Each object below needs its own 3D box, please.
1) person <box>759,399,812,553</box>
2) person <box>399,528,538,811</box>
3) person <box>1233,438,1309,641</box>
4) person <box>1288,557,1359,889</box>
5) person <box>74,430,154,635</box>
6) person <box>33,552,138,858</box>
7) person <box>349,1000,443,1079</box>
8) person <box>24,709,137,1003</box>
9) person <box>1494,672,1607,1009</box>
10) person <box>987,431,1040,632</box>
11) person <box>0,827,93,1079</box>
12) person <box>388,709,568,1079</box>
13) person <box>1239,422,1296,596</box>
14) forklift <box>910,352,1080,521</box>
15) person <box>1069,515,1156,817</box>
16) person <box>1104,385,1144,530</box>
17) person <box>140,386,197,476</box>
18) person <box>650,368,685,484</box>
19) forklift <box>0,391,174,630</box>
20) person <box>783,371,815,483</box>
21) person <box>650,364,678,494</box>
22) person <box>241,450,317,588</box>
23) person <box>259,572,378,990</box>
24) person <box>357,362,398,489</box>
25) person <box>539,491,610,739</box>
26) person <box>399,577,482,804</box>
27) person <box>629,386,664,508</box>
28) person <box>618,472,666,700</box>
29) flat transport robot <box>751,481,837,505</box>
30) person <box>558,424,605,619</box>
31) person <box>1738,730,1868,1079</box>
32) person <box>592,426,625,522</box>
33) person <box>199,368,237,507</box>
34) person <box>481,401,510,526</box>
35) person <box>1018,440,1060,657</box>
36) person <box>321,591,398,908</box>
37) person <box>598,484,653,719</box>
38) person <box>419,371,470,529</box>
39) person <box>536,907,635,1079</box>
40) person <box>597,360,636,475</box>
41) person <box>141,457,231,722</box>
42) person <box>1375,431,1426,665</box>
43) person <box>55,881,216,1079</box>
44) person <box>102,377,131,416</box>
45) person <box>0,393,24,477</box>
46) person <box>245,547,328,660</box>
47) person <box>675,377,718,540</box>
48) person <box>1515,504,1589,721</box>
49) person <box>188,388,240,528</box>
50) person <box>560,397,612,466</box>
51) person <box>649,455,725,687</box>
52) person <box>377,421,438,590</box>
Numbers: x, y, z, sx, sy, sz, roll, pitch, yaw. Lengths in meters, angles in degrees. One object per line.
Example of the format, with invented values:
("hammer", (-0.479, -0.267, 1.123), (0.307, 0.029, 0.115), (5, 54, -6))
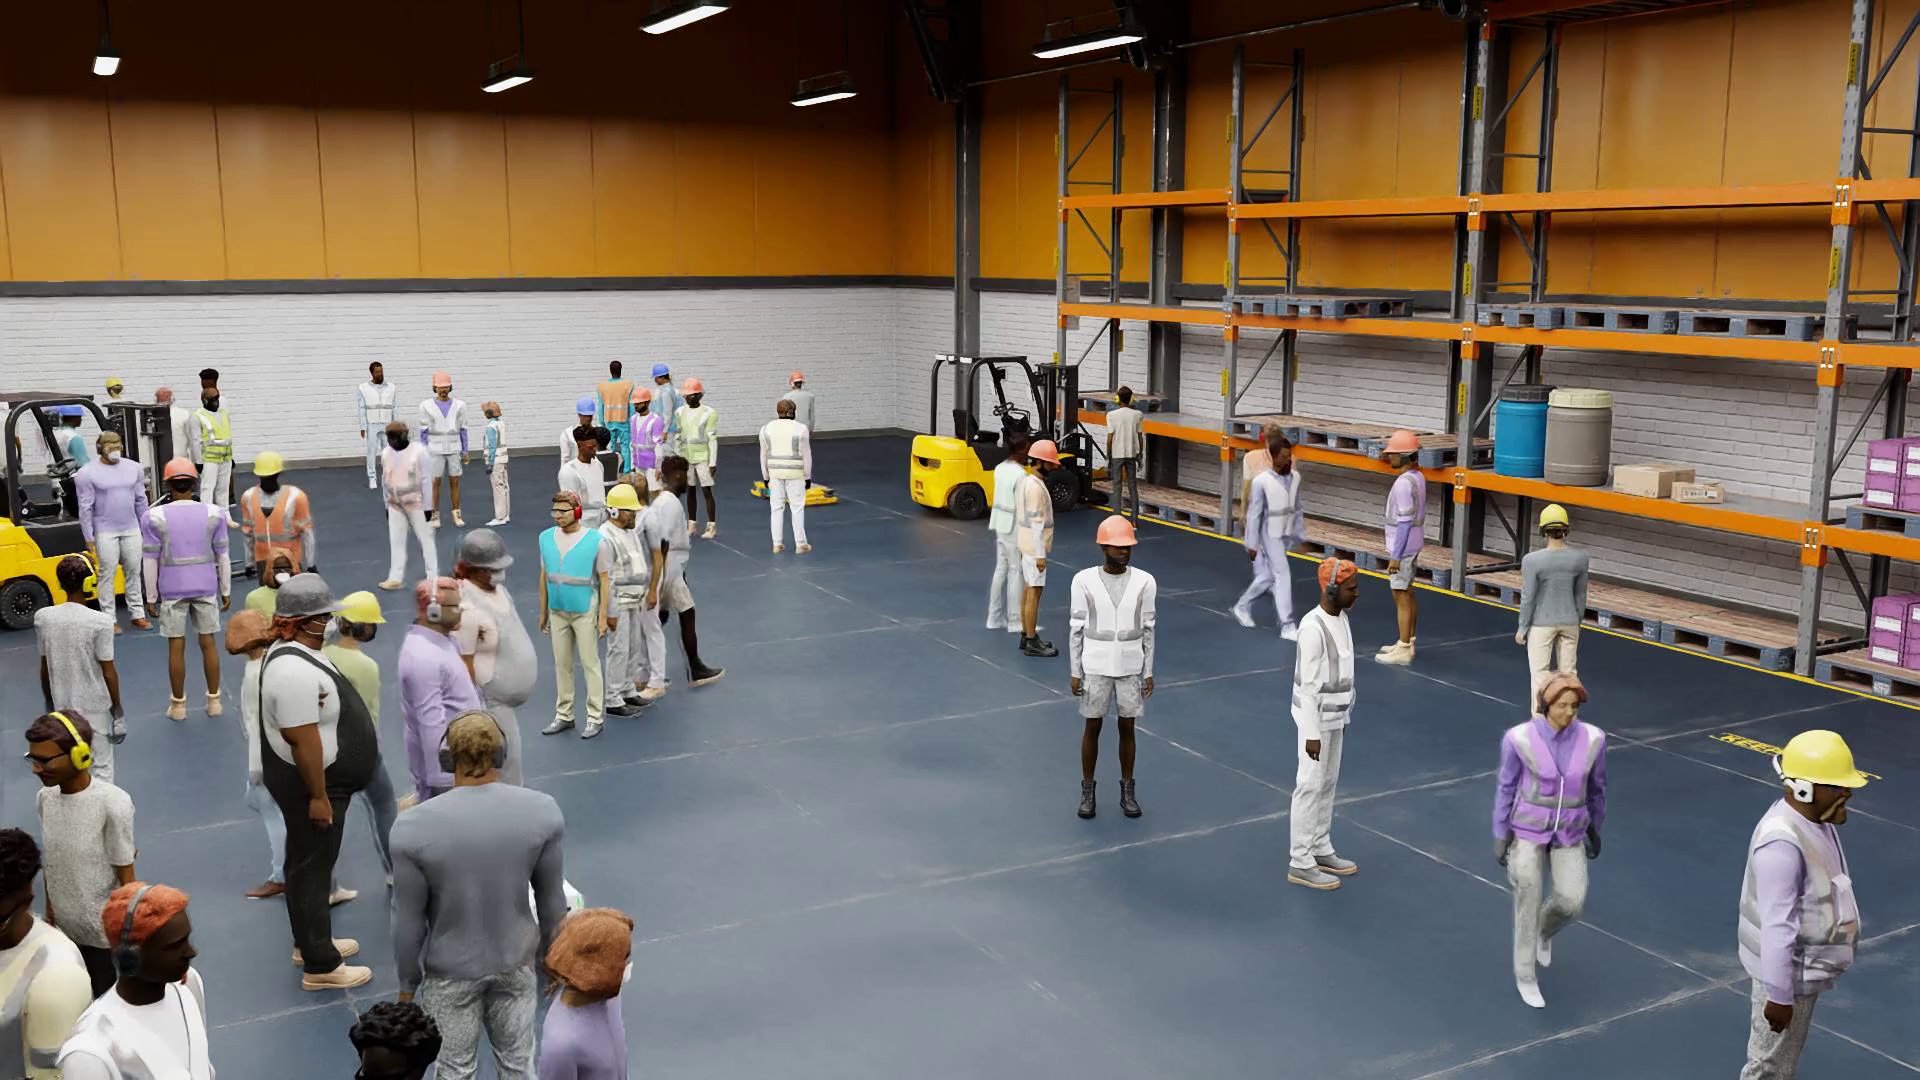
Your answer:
("person", (-2.055, -0.756, 19.803), (0.623, 1.840, 0.430), (2, 10, 14))
("person", (-2.909, 0.868, 9.866), (0.904, 2.000, 0.685), (-1, 10, -5))
("person", (2.912, -0.038, 15.554), (0.590, 1.884, 0.948), (-9, 14, -43))
("person", (2.071, 1.027, 9.432), (0.359, 1.878, 0.575), (6, 11, 30))
("person", (-7.924, -0.071, 15.611), (0.385, 1.929, 0.635), (7, 12, 37))
("person", (-5.086, 0.996, 9.654), (0.511, 1.862, 0.325), (2, 10, 9))
("person", (-1.432, 1.998, 4.344), (0.532, 1.697, 0.322), (0, 10, 2))
("person", (-3.373, 1.557, 6.444), (0.524, 1.857, 0.345), (5, 11, 25))
("person", (2.808, 1.403, 7.993), (0.542, 1.622, 0.444), (0, 10, 1))
("person", (0.496, -0.071, 15.688), (0.410, 1.924, 0.601), (-4, 11, -23))
("person", (-2.818, 1.771, 4.991), (0.665, 1.933, 0.470), (9, 13, 41))
("person", (-1.761, 1.574, 6.146), (0.636, 1.928, 0.387), (-5, 11, -29))
("person", (3.190, -0.304, 17.222), (0.584, 1.827, 0.445), (-1, 10, -8))
("forklift", (0.460, -1.461, 22.833), (2.313, 2.155, 1.214), (-5, 11, -28))
("person", (0.967, 0.802, 10.531), (0.551, 1.940, 0.349), (0, 10, -2))
("person", (2.111, -1.053, 21.434), (0.535, 1.864, 0.309), (-2, 10, -11))
("person", (-10.139, -1.039, 21.339), (0.639, 1.872, 0.893), (0, 10, -3))
("person", (-4.502, -1.752, 25.627), (0.599, 1.806, 0.742), (4, 11, 24))
("forklift", (-9.026, -0.363, 16.508), (1.214, 2.155, 2.313), (6, 11, 29))
("person", (-2.496, -1.716, 25.570), (0.573, 1.748, 0.342), (-7, 12, -36))
("person", (-4.349, -1.633, 24.563), (0.402, 1.938, 0.603), (-1, 10, -8))
("person", (-5.920, 0.131, 14.530), (0.627, 1.897, 0.677), (0, 10, 2))
("person", (-3.143, 1.159, 8.188), (0.537, 2.000, 0.674), (-5, 11, -25))
("person", (-8.840, -1.751, 25.286), (0.596, 1.921, 0.384), (-8, 13, -38))
("person", (-2.850, 0.541, 12.308), (0.571, 1.844, 0.376), (3, 10, 19))
("person", (-2.700, 1.131, 8.779), (0.427, 1.902, 0.679), (-3, 10, -17))
("person", (-3.898, -0.937, 20.589), (0.544, 1.930, 0.389), (7, 12, 36))
("person", (-2.556, 0.367, 13.322), (0.346, 1.842, 0.505), (-7, 12, -37))
("flat transport robot", (-2.407, -0.699, 23.980), (0.652, 0.197, 1.431), (-6, 12, -33))
("person", (-3.554, -0.129, 15.816), (0.364, 1.964, 0.611), (4, 11, 21))
("person", (3.147, 1.598, 6.262), (0.404, 1.830, 0.600), (7, 12, 34))
("person", (-3.890, -0.406, 18.218), (0.321, 1.689, 0.530), (8, 13, 40))
("person", (-10.409, -1.430, 23.315), (0.367, 1.963, 0.609), (-8, 12, -37))
("person", (-6.082, -1.006, 21.807), (0.311, 1.640, 0.513), (0, 10, 1))
("person", (0.703, 0.069, 14.794), (0.373, 1.928, 0.543), (-1, 10, -5))
("person", (-3.309, 1.135, 9.231), (0.531, 1.719, 0.802), (6, 11, 30))
("person", (-2.602, 0.469, 12.814), (0.403, 1.817, 0.602), (1, 10, 8))
("person", (-6.670, -1.165, 21.561), (0.605, 2.045, 0.377), (-5, 11, -27))
("person", (-1.244, 1.898, 5.182), (0.590, 1.613, 0.513), (1, 10, 3))
("person", (-5.285, -1.807, 25.650), (0.587, 1.911, 0.397), (1, 10, 4))
("person", (-5.909, 0.377, 12.741), (0.611, 2.030, 0.409), (-7, 12, -34))
("person", (3.829, 0.066, 14.482), (0.384, 2.039, 0.616), (5, 11, 25))
("person", (-2.236, 1.856, 4.641), (0.357, 1.880, 0.574), (1, 10, 4))
("person", (-12.301, -1.502, 24.304), (0.326, 1.767, 0.532), (3, 10, 19))
("person", (-12.010, -0.949, 20.830), (0.328, 1.868, 0.511), (8, 13, 39))
("person", (-4.524, 0.842, 11.222), (0.498, 1.624, 0.301), (-5, 11, -25))
("person", (-3.293, -1.007, 20.702), (0.609, 2.035, 0.417), (5, 11, 26))
("person", (4.291, 0.620, 12.093), (0.525, 1.765, 0.329), (-2, 10, -10))
("person", (-9.585, -1.038, 21.410), (0.429, 1.842, 0.635), (4, 10, 20))
("person", (-4.248, -0.669, 19.018), (0.599, 1.939, 0.414), (-5, 11, -28))
("person", (-2.336, 0.262, 13.720), (0.828, 1.908, 0.689), (-4, 10, -20))
("person", (-5.854, -0.346, 17.570), (0.627, 1.816, 0.618), (3, 10, 17))
